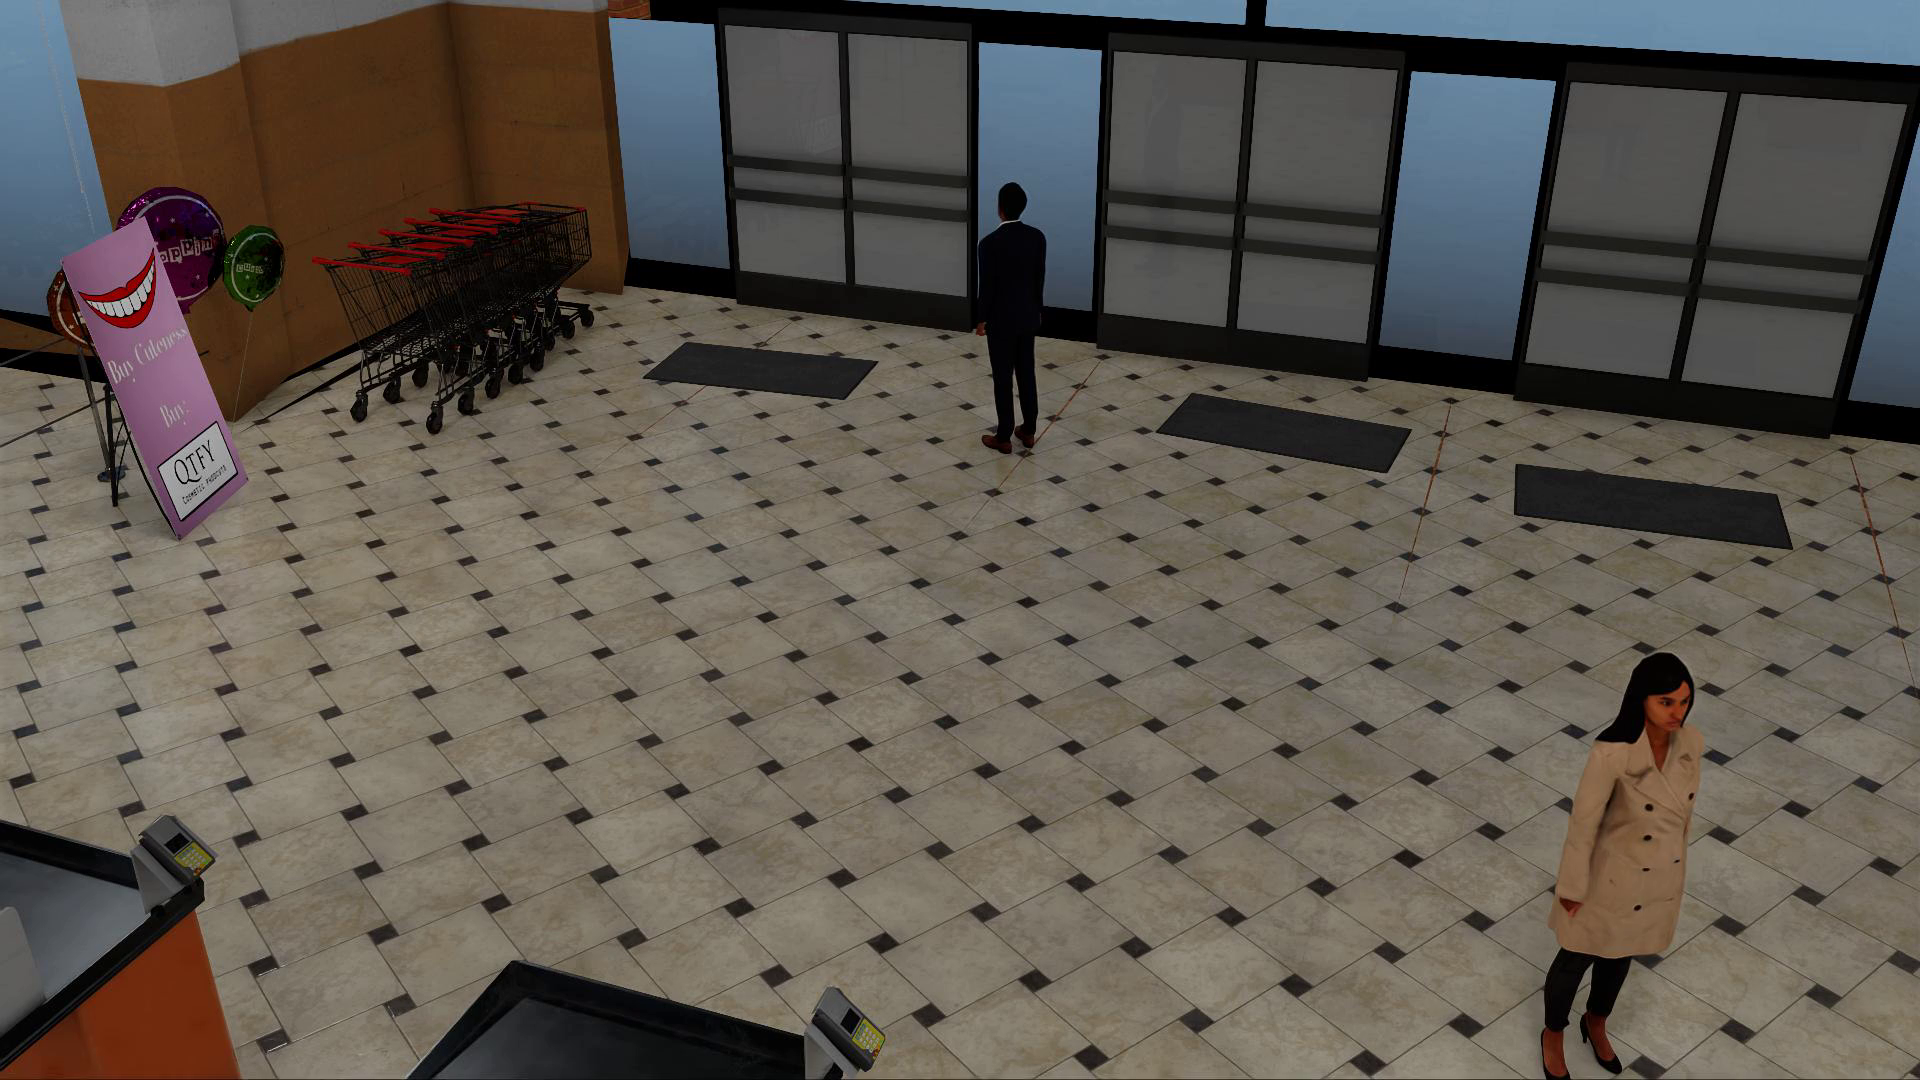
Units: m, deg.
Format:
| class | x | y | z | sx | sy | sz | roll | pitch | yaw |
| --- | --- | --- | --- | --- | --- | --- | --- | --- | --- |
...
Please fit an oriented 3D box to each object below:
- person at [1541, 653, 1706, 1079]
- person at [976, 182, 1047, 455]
| class | x | y | z | sx | sy | sz | roll | pitch | yaw |
| --- | --- | --- | --- | --- | --- | --- | --- | --- | --- |
| person | 2.211 | 1.118 | 5.573 | 0.718 | 1.682 | 0.740 | -8 | 28 | -15 |
| person | 0.324 | -1.385 | 10.460 | 0.683 | 1.725 | 0.760 | -14 | 30 | -26 |
